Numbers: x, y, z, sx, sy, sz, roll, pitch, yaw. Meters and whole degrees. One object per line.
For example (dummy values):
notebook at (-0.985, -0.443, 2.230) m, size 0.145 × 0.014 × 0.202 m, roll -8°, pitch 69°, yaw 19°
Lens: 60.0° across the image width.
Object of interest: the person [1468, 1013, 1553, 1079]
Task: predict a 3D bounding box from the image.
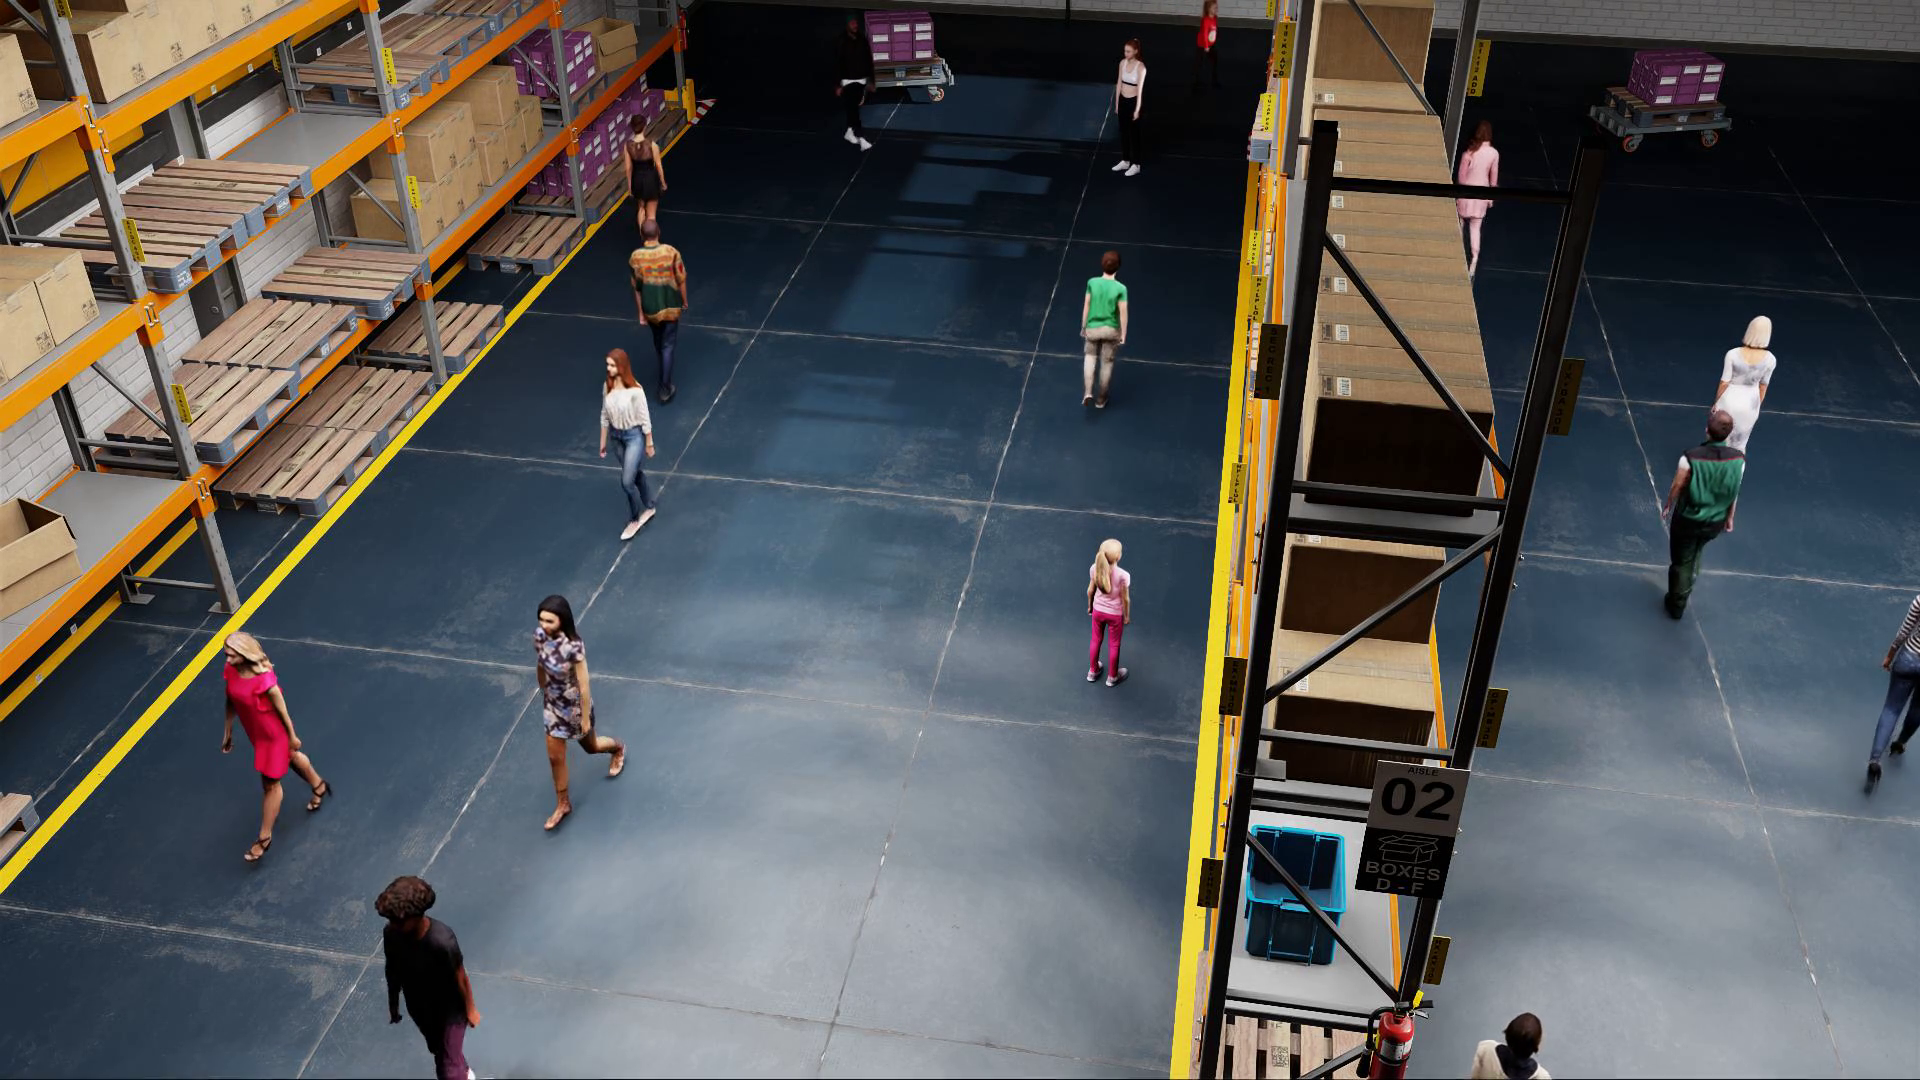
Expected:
person at (2.805, 3.013, 8.663) m, size 0.655 × 1.452 × 0.672 m, roll 27°, pitch 42°, yaw 35°

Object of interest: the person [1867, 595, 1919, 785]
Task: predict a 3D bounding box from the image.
person at (6.601, 0.948, 11.484) m, size 0.890 × 1.769 × 1.057 m, roll 24°, pitch 40°, yaw 31°

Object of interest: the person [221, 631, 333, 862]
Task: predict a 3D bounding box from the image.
person at (-4.548, 1.237, 11.119) m, size 0.841 × 1.690 × 1.105 m, roll 19°, pitch 38°, yaw 27°

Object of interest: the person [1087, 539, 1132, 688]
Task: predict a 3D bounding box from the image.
person at (1.116, 0.534, 12.556) m, size 0.547 × 1.271 × 0.567 m, roll 16°, pitch 37°, yaw 22°

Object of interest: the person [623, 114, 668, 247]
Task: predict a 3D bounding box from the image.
person at (-3.632, -4.038, 19.080) m, size 0.573 × 1.663 × 0.637 m, roll 5°, pitch 34°, yaw 7°

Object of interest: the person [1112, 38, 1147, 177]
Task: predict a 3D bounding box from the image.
person at (2.189, -5.548, 21.277) m, size 0.682 × 1.746 × 0.650 m, roll -28°, pitch 43°, yaw -35°

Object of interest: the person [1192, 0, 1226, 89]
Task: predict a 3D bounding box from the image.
person at (3.546, -7.224, 24.235) m, size 0.744 × 1.264 × 0.783 m, roll -25°, pitch 41°, yaw -32°

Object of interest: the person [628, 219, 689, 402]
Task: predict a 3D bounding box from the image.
person at (-2.923, -2.206, 16.250) m, size 0.807 × 1.746 × 1.233 m, roll 1°, pitch 34°, yaw 1°

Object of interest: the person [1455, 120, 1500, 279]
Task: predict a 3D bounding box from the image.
person at (5.735, -3.767, 18.570) m, size 0.732 × 1.776 × 1.116 m, roll 1°, pitch 34°, yaw 1°

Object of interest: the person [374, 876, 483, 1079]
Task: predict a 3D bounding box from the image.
person at (-2.845, 2.482, 9.177) m, size 0.716 × 1.768 × 0.752 m, roll 13°, pitch 36°, yaw 19°

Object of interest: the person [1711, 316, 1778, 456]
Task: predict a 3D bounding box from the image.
person at (6.875, -1.173, 14.690) m, size 0.581 × 1.752 × 0.533 m, roll 9°, pitch 35°, yaw 14°

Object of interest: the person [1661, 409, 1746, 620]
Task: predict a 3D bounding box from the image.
person at (5.825, -0.144, 13.073) m, size 0.673 × 1.828 × 0.674 m, roll 4°, pitch 34°, yaw 6°

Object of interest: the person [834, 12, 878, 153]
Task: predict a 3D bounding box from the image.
person at (-1.458, -6.111, 22.088) m, size 1.135 × 1.787 × 1.191 m, roll -22°, pitch 39°, yaw -29°

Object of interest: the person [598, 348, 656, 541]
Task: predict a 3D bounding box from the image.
person at (-2.794, -0.891, 14.303) m, size 0.740 × 1.711 × 0.851 m, roll 19°, pitch 38°, yaw 26°

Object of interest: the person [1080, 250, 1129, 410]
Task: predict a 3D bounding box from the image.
person at (1.354, -1.977, 15.998) m, size 0.661 × 1.642 × 0.796 m, roll 10°, pitch 35°, yaw 15°

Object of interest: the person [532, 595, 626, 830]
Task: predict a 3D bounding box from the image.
person at (-2.609, 1.096, 11.315) m, size 0.767 × 1.709 × 1.121 m, roll 13°, pitch 36°, yaw 19°
